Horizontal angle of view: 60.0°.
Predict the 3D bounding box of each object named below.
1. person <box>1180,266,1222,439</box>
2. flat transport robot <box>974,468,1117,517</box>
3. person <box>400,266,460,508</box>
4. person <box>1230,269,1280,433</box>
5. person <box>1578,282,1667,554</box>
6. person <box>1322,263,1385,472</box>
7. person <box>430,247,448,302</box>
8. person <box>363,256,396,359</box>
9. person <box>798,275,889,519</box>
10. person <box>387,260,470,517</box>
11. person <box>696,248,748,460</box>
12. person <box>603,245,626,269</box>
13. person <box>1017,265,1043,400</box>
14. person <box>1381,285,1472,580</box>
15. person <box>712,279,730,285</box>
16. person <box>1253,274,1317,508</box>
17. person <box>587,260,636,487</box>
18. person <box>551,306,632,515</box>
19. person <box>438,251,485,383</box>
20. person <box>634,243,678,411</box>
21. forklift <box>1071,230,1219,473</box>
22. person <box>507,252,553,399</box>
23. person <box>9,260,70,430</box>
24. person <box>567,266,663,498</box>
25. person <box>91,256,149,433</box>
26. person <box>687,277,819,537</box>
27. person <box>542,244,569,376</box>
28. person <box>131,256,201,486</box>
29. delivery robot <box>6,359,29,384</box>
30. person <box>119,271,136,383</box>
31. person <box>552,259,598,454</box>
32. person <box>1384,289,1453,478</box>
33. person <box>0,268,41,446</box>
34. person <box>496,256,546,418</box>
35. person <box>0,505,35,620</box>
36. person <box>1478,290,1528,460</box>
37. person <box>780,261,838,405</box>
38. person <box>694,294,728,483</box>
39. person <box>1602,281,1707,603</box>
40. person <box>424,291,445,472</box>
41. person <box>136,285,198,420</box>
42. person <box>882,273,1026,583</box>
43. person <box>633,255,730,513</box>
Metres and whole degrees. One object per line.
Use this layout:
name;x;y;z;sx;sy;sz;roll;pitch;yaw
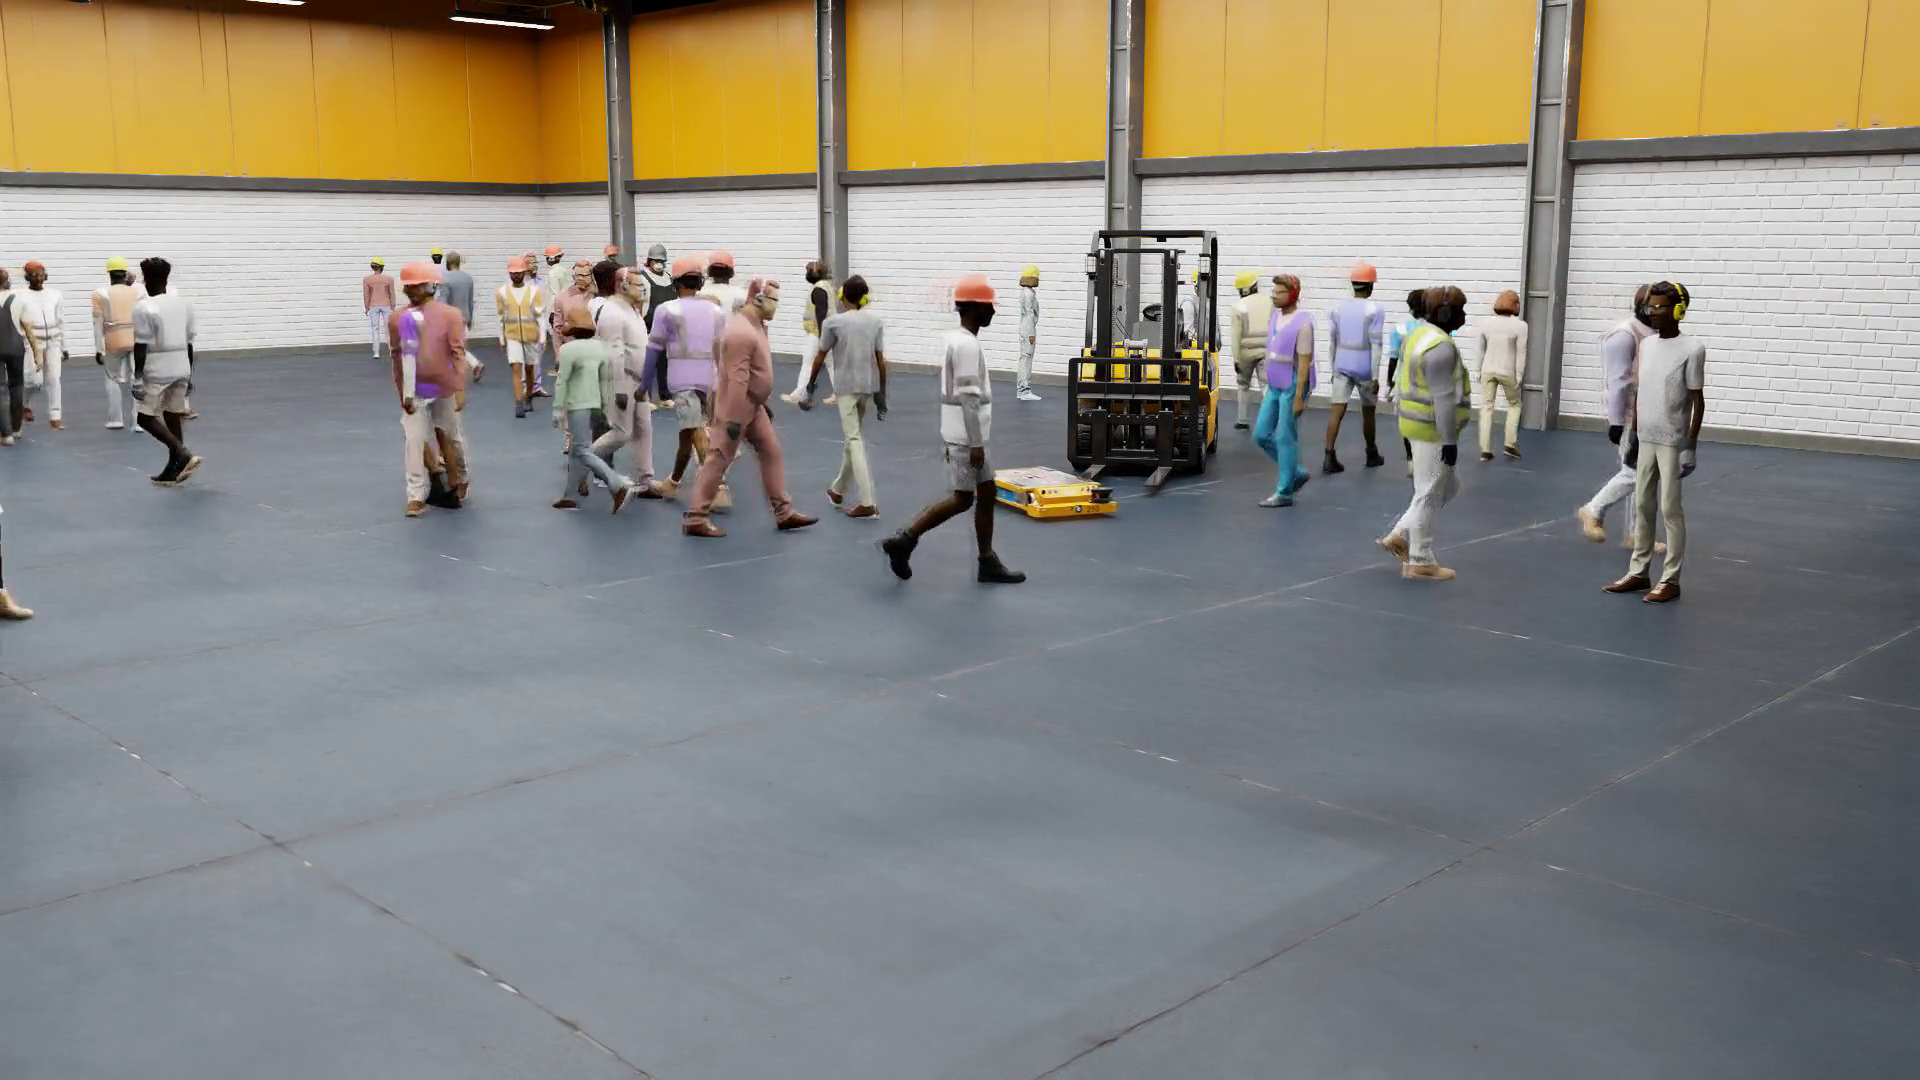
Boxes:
person;2.503;-1.927;17.218;0.404;1.830;0.603;7;12;33
flat transport robot;0.613;-0.394;13.123;0.652;0.197;1.431;-4;11;-23
person;-4.139;-1.188;12.980;0.480;1.911;0.616;7;12;33
person;3.175;-2.004;17.800;0.586;1.777;0.848;-2;11;-11
person;4.551;-0.818;11.192;0.644;1.822;0.493;-8;13;-36
person;3.591;-1.562;15.097;0.558;1.890;0.977;9;14;39
person;-9.354;-4.296;29.909;0.585;1.917;0.381;-5;12;-26
person;-10.057;-4.024;28.845;0.525;1.765;0.329;-3;11;-15
person;-0.888;-1.097;12.710;0.554;1.816;0.914;-8;13;-36
person;-4.116;-1.206;12.980;0.606;1.957;0.988;0;10;-3
person;-2.236;-1.709;15.525;0.619;2.019;0.896;0;10;1
person;-6.161;-4.281;29.693;0.623;1.969;0.791;-9;14;-42
person;0.917;-2.699;21.675;0.316;1.741;0.493;-1;10;-6
person;2.934;-0.653;10.287;0.436;1.831;0.628;2;11;9
person;-3.724;-3.313;25.436;0.836;1.596;0.511;7;13;35
person;2.551;-1.163;13.034;0.435;1.834;0.589;-3;11;-17
person;-3.016;-1.410;14.167;0.379;1.918;0.597;-4;11;-19
person;-2.857;-0.997;12.773;0.742;1.594;0.519;5;11;24
person;-7.135;-3.161;23.733;0.768;1.916;0.636;4;11;22
person;-3.667;-2.603;20.339;0.536;2.000;0.683;8;13;39
forklift;1.804;-1.825;15.677;1.214;2.155;2.313;2;11;13
person;-5.607;-2.802;21.790;0.401;1.910;0.641;6;12;28
person;-10.174;-2.150;18.364;0.627;1.867;0.582;9;13;39
person;-2.760;-1.252;13.395;0.779;1.884;0.648;2;11;8
person;-9.119;-2.120;18.081;0.628;1.896;0.768;-10;14;-42
person;-1.475;-0.933;11.829;1.019;1.824;0.655;1;10;3
person;-6.141;-3.498;25.342;0.396;1.992;0.623;1;10;4
person;-6.694;-1.403;14.032;0.554;1.949;0.638;4;11;19
delivery robot;-12.815;-2.316;22.572;0.477;0.478;0.707;-4;11;-23
person;-12.024;-3.054;23.955;0.559;1.621;0.356;-1;10;-4
person;-3.659;-1.788;16.282;0.636;1.902;0.406;-2;11;-10
person;3.967;-1.314;14.298;0.616;1.663;0.495;2;11;13
person;-9.841;-1.886;17.110;0.623;1.785;0.932;-7;13;-34
person;-5.215;-2.421;19.782;0.552;1.894;1.014;-3;11;-13
person;-5.591;-0.359;9.106;0.755;1.671;0.533;1;10;7
person;5.162;-1.565;15.845;0.518;1.615;0.533;9;13;39
person;-1.854;-2.591;20.921;0.898;1.800;0.657;1;10;3
person;-2.133;-1.302;14.360;0.513;1.630;0.359;-2;11;-11
person;4.085;-0.566;9.696;0.335;1.873;0.520;-4;11;-20
person;-4.799;-1.466;14.950;0.544;1.750;0.565;-8;13;-36
person;-9.156;-2.281;19.098;0.848;1.847;0.603;7;13;34
person;-0.035;-0.656;10.090;0.810;1.912;0.553;0;10;0
person;-2.120;-1.215;12.966;1.090;1.983;0.623;9;14;41
